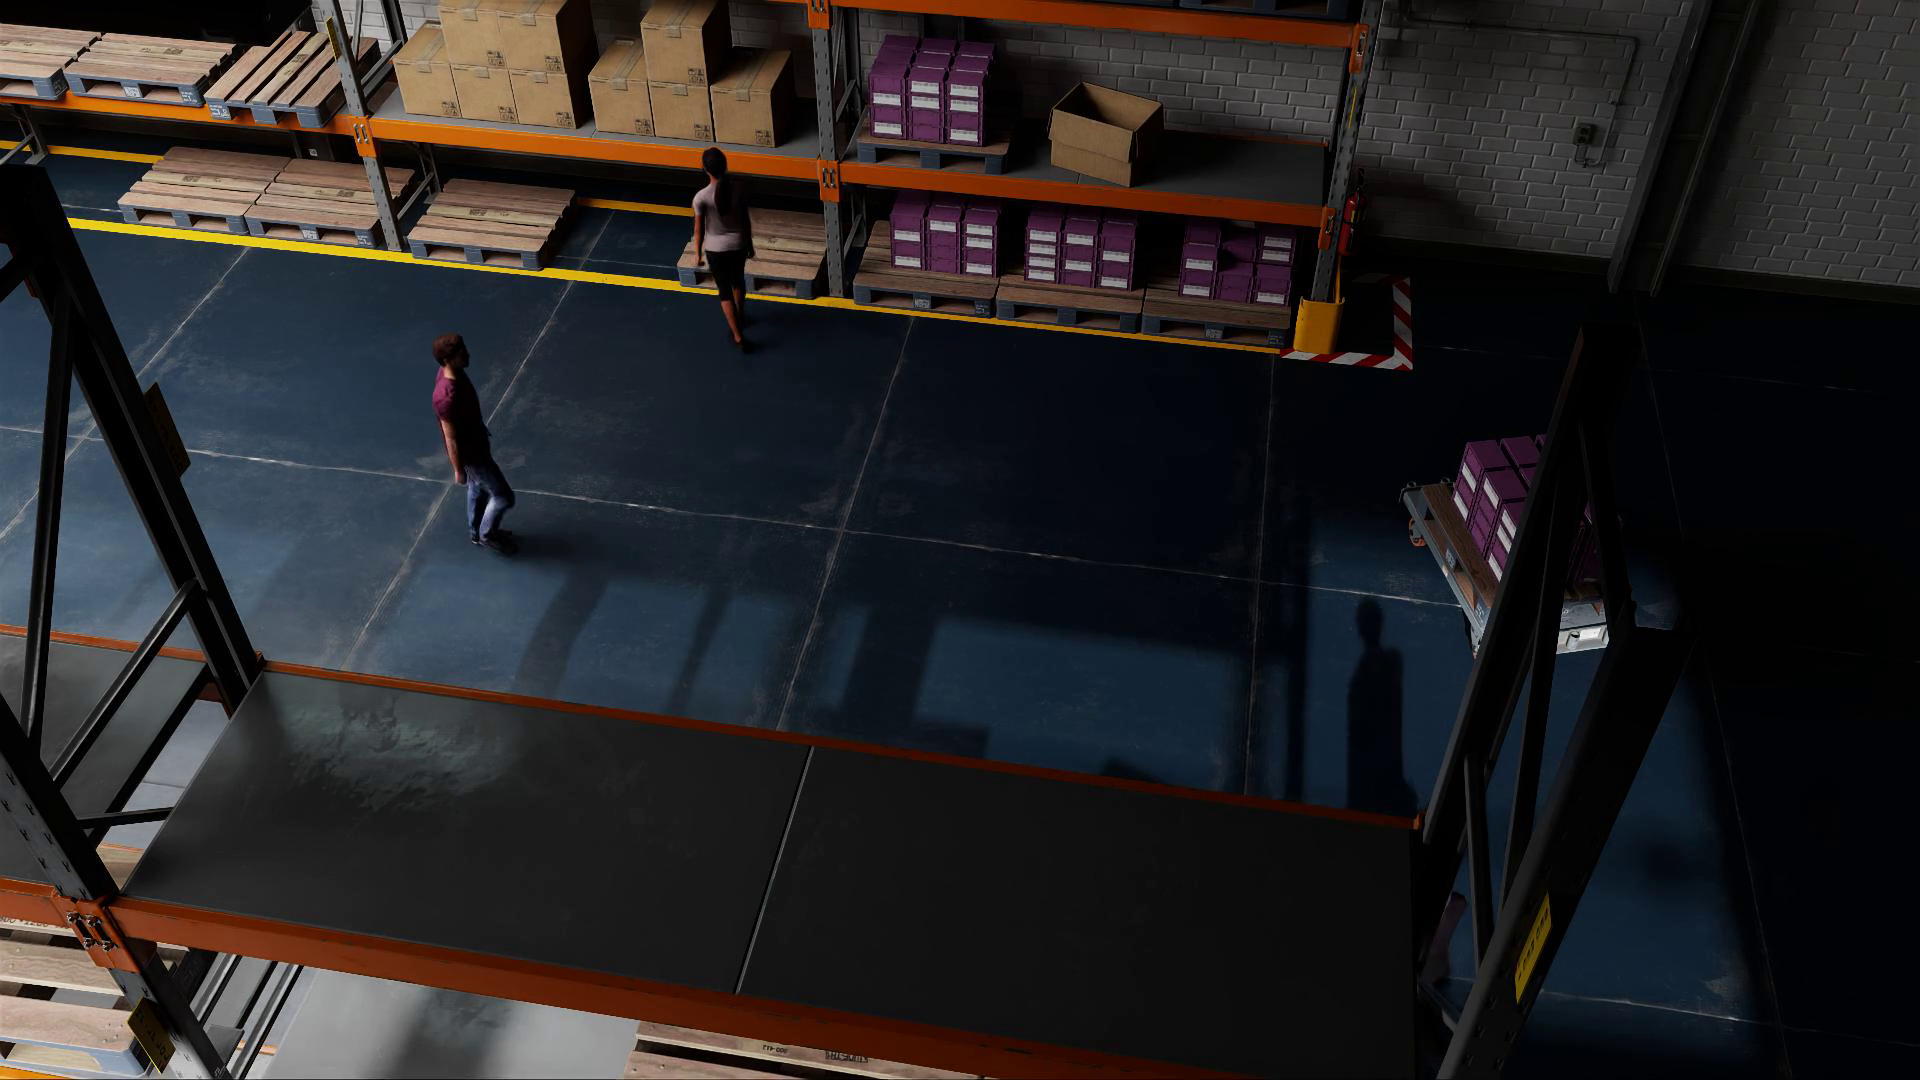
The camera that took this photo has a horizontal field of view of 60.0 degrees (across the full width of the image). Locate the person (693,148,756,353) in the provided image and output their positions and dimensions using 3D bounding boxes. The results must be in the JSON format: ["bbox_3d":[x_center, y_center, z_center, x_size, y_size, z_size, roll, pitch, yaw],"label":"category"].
[{"bbox_3d":[-1.827,-2.271,13.125,0.897,1.740,0.943,-22,48,-21],"label":"person"}]

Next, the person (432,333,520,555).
[{"bbox_3d":[-3.420,-0.623,11.324,0.763,1.838,0.779,-7,44,-7],"label":"person"}]
